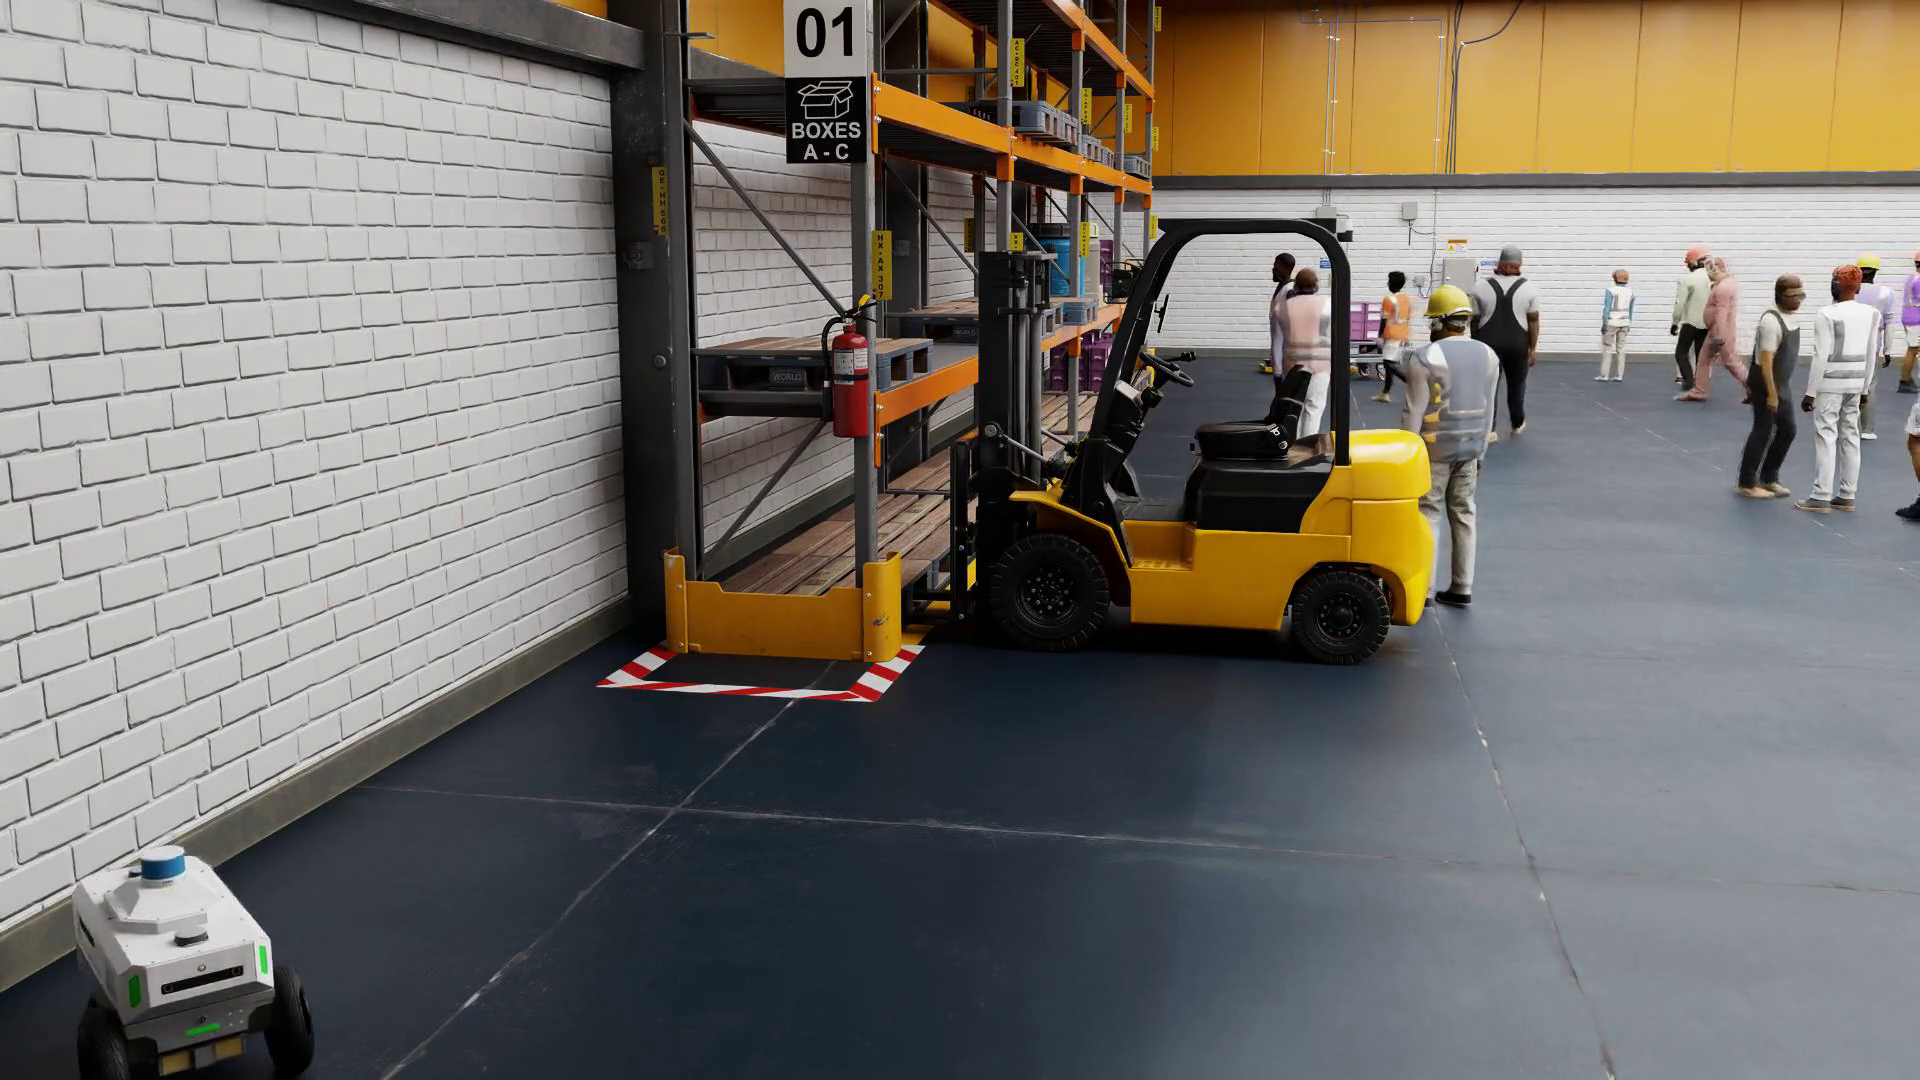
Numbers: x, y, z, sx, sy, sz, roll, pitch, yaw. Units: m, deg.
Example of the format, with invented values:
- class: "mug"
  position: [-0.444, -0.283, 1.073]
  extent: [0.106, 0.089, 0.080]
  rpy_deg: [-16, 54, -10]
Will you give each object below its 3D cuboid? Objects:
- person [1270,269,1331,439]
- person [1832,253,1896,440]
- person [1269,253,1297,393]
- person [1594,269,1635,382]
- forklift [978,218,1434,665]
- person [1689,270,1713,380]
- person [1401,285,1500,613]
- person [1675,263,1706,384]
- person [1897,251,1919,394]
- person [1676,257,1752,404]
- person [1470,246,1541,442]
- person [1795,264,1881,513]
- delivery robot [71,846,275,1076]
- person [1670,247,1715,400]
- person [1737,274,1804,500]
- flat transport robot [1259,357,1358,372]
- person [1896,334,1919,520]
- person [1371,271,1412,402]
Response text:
- class: "person"
  position: [3.161, -1.551, 15.127]
  extent: [0.632, 1.795, 0.922]
  rpy_deg: [3, 11, 18]
- class: "person"
  position: [9.299, -1.992, 17.185]
  extent: [0.594, 1.922, 0.385]
  rpy_deg: [6, 12, 31]
- class: "person"
  position: [3.472, -2.105, 17.817]
  extent: [0.392, 1.922, 0.591]
  rpy_deg: [-1, 10, -4]
- class: "person"
  position: [9.508, -3.106, 24.101]
  extent: [0.528, 1.629, 0.366]
  rpy_deg: [-4, 11, -19]
- class: "forklift"
  position: [1.285, -0.567, 8.635]
  extent: [2.313, 2.155, 1.214]
  rpy_deg: [2, 11, 11]
- class: "person"
  position: [10.875, -3.136, 24.308]
  extent: [0.609, 1.619, 0.494]
  rpy_deg: [-3, 11, -18]
- class: "person"
  position: [2.706, -0.503, 9.300]
  extent: [0.601, 1.828, 0.403]
  rpy_deg: [-5, 11, -23]
- class: "person"
  position: [10.466, -3.164, 23.749]
  extent: [0.515, 1.876, 0.328]
  rpy_deg: [6, 12, 28]
- class: "person"
  position: [12.809, -2.921, 22.250]
  extent: [0.377, 1.933, 0.560]
  rpy_deg: [4, 11, 21]
- class: "person"
  position: [9.648, -2.630, 20.921]
  extent: [0.957, 1.847, 0.715]
  rpy_deg: [4, 11, 21]
- class: "person"
  position: [5.643, -2.052, 17.196]
  extent: [0.702, 2.000, 0.984]
  rpy_deg: [5, 11, 26]
- class: "person"
  position: [6.672, -1.144, 12.645]
  extent: [0.587, 1.882, 0.341]
  rpy_deg: [-3, 11, -17]
- class: "delivery robot"
  position: [-1.995, 1.016, 4.197]
  extent: [0.477, 0.478, 0.707]
  rpy_deg: [-8, 13, -36]
- class: "person"
  position: [9.475, -2.770, 21.405]
  extent: [0.802, 1.971, 0.480]
  rpy_deg: [-4, 11, -21]
- class: "person"
  position: [6.415, -1.195, 13.151]
  extent: [0.555, 1.800, 0.495]
  rpy_deg: [-8, 13, -39]
- class: "flat transport robot"
  position: [5.372, -2.706, 25.633]
  extent: [1.431, 0.197, 0.652]
  rpy_deg: [0, 10, 2]
- class: "person"
  position: [7.259, -1.085, 12.300]
  extent: [0.568, 1.889, 0.524]
  rpy_deg: [-4, 11, -21]
- class: "person"
  position: [5.497, -2.534, 20.839]
  extent: [0.687, 1.673, 0.537]
  rpy_deg: [10, 14, 43]
